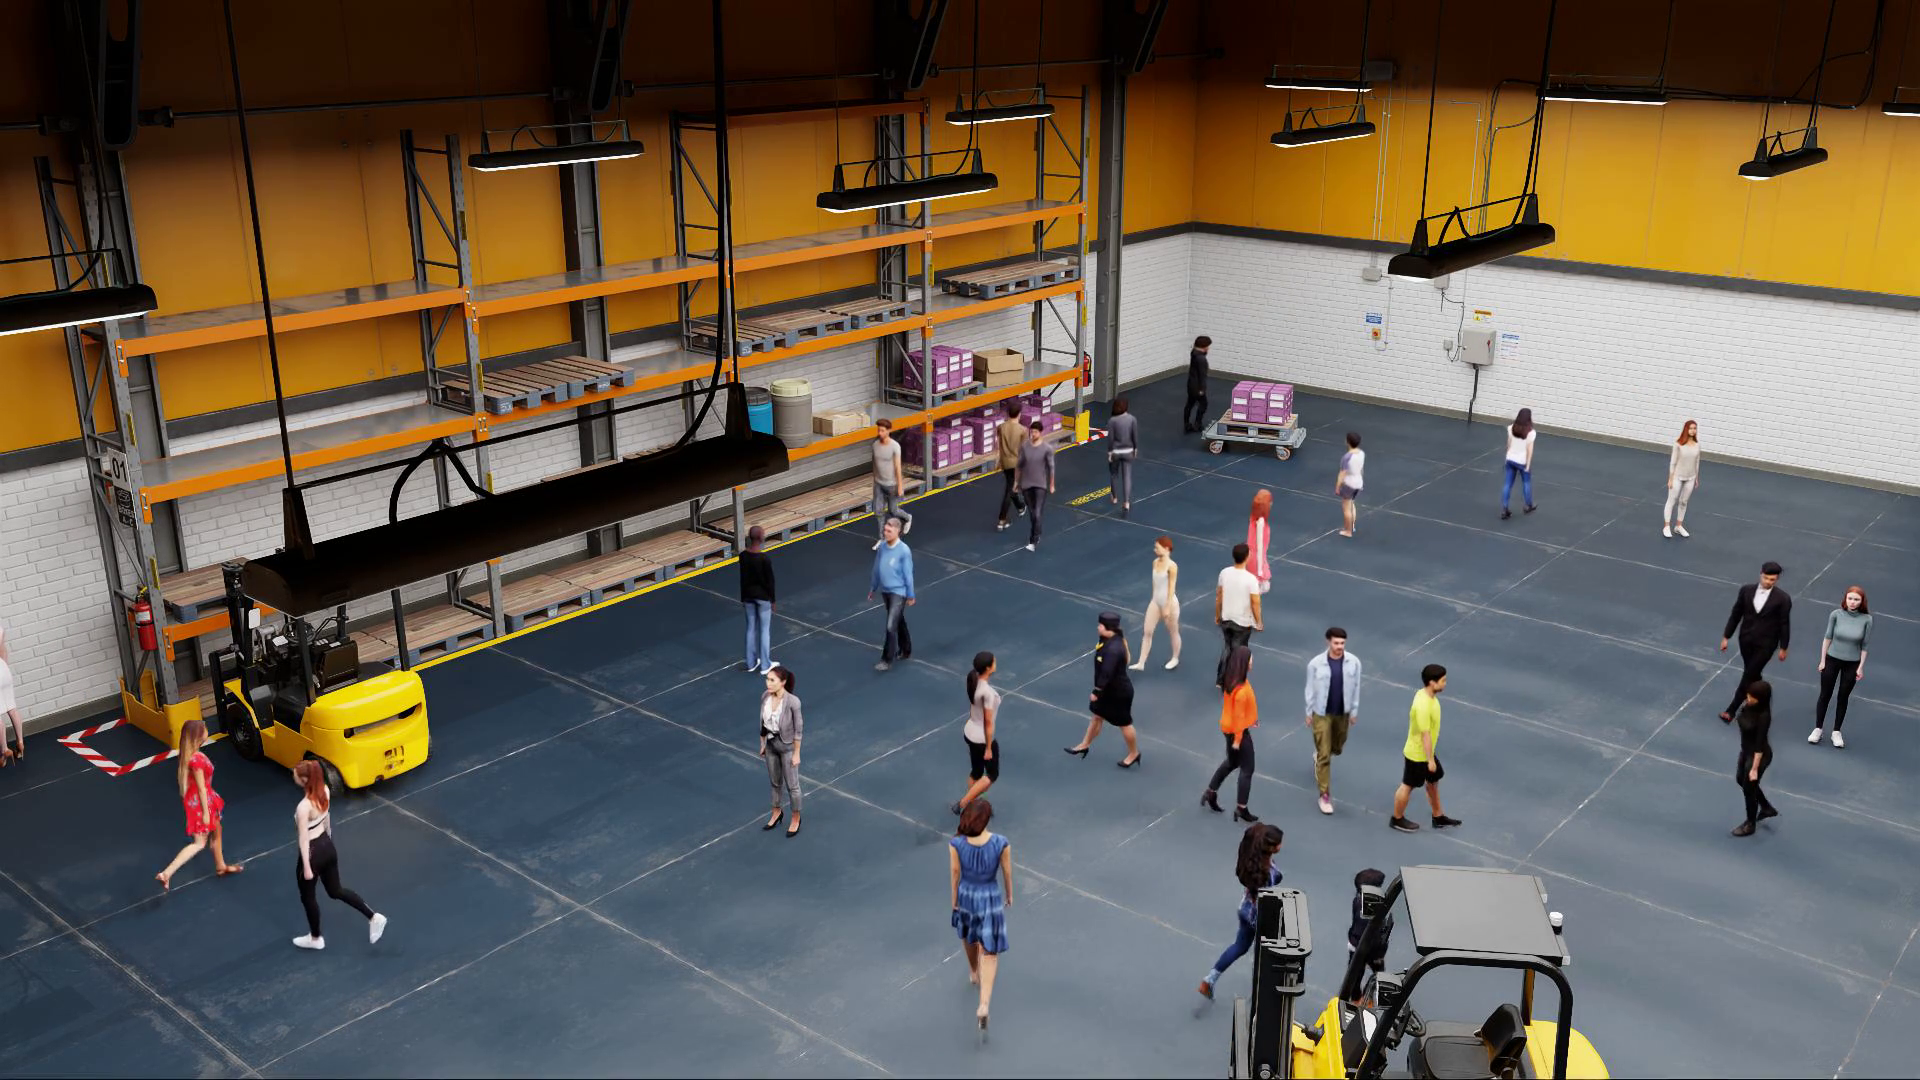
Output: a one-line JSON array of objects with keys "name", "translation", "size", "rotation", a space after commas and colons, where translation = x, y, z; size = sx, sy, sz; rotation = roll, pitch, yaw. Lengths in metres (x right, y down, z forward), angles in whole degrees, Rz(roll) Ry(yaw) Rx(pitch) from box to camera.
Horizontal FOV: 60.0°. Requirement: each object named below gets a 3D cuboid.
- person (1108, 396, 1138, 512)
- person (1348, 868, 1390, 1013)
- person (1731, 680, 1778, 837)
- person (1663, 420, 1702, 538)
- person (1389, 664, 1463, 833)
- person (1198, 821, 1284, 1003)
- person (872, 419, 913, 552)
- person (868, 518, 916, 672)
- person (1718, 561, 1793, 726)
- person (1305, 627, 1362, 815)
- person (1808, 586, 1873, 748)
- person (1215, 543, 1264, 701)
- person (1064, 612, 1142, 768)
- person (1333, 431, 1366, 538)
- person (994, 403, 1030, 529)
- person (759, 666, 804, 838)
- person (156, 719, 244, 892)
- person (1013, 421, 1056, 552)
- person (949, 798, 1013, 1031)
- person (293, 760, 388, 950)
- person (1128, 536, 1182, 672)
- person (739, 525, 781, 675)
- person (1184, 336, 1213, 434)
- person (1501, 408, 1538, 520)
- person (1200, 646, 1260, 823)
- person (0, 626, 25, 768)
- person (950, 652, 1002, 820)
[{"name": "person", "translation": [2.449, -1.265, 24.929], "size": [1.095, 1.731, 1.188], "rotation": [-1, 19, -2]}, {"name": "person", "translation": [3.082, 3.098, 12.774], "size": [0.583, 1.221, 0.572], "rotation": [-9, 21, -25]}, {"name": "person", "translation": [7.392, 2.006, 15.411], "size": [0.925, 1.606, 0.881], "rotation": [4, 19, 11]}, {"name": "person", "translation": [10.359, -0.896, 23.860], "size": [0.684, 1.713, 0.744], "rotation": [-2, 19, -5]}, {"name": "person", "translation": [4.204, 1.941, 15.479], "size": [0.894, 1.686, 0.926], "rotation": [7, 20, 19]}, {"name": "person", "translation": [2.210, 2.901, 12.762], "size": [1.067, 1.601, 0.909], "rotation": [-6, 20, -17]}, {"name": "person", "translation": [-0.981, -0.804, 23.345], "size": [0.791, 1.869, 1.111], "rotation": [10, 21, 28]}, {"name": "person", "translation": [-0.696, 0.578, 19.366], "size": [0.959, 1.789, 0.735], "rotation": [-15, 24, -38]}, {"name": "person", "translation": [8.592, 1.089, 17.805], "size": [1.308, 1.816, 0.991], "rotation": [-12, 22, -31]}, {"name": "person", "translation": [3.585, 1.674, 16.129], "size": [1.162, 1.778, 1.218], "rotation": [-2, 19, -5]}, {"name": "person", "translation": [9.168, 1.301, 17.291], "size": [0.617, 1.743, 0.602], "rotation": [10, 21, 27]}, {"name": "person", "translation": [2.987, 0.923, 18.335], "size": [0.651, 1.792, 0.673], "rotation": [-17, 25, -41]}, {"name": "person", "translation": [1.637, 1.544, 16.734], "size": [1.121, 1.638, 1.087], "rotation": [0, 19, -1]}, {"name": "person", "translation": [5.645, -0.786, 23.780], "size": [0.585, 1.557, 0.704], "rotation": [-13, 22, -33]}, {"name": "person", "translation": [0.710, -1.048, 24.175], "size": [0.782, 1.801, 1.224], "rotation": [12, 22, 31]}, {"name": "person", "translation": [-1.652, 1.948, 15.472], "size": [0.646, 1.677, 0.607], "rotation": [12, 22, 31]}, {"name": "person", "translation": [-6.723, 2.340, 14.482], "size": [1.008, 1.566, 0.705], "rotation": [-17, 25, -40]}, {"name": "person", "translation": [1.083, -0.786, 23.378], "size": [0.836, 1.814, 1.139], "rotation": [10, 21, 27]}, {"name": "person", "translation": [0.149, 2.858, 12.626], "size": [1.057, 1.769, 1.239], "rotation": [3, 19, 8]}, {"name": "person", "translation": [-5.127, 2.586, 13.512], "size": [1.008, 1.719, 1.077], "rotation": [3, 19, 8]}, {"name": "person", "translation": [2.420, 0.736, 19.168], "size": [0.953, 1.616, 0.665], "rotation": [-16, 24, -39]}, {"name": "person", "translation": [-2.333, 0.678, 19.135], "size": [0.649, 1.746, 0.622], "rotation": [9, 21, 24]}, {"name": "person", "translation": [4.094, -2.696, 29.148], "size": [0.888, 1.750, 0.863], "rotation": [-7, 20, -20]}, {"name": "person", "translation": [8.183, -1.093, 24.535], "size": [0.630, 1.657, 0.954], "rotation": [16, 24, 40]}, {"name": "person", "translation": [2.550, 1.825, 15.757], "size": [0.936, 1.729, 0.876], "rotation": [0, 19, 0]}, {"name": "person", "translation": [-9.753, 1.436, 16.813], "size": [0.682, 1.793, 0.519], "rotation": [7, 20, 20]}, {"name": "person", "translation": [0.125, 1.884, 15.570], "size": [0.866, 1.737, 0.775], "rotation": [-9, 21, -26]}]
